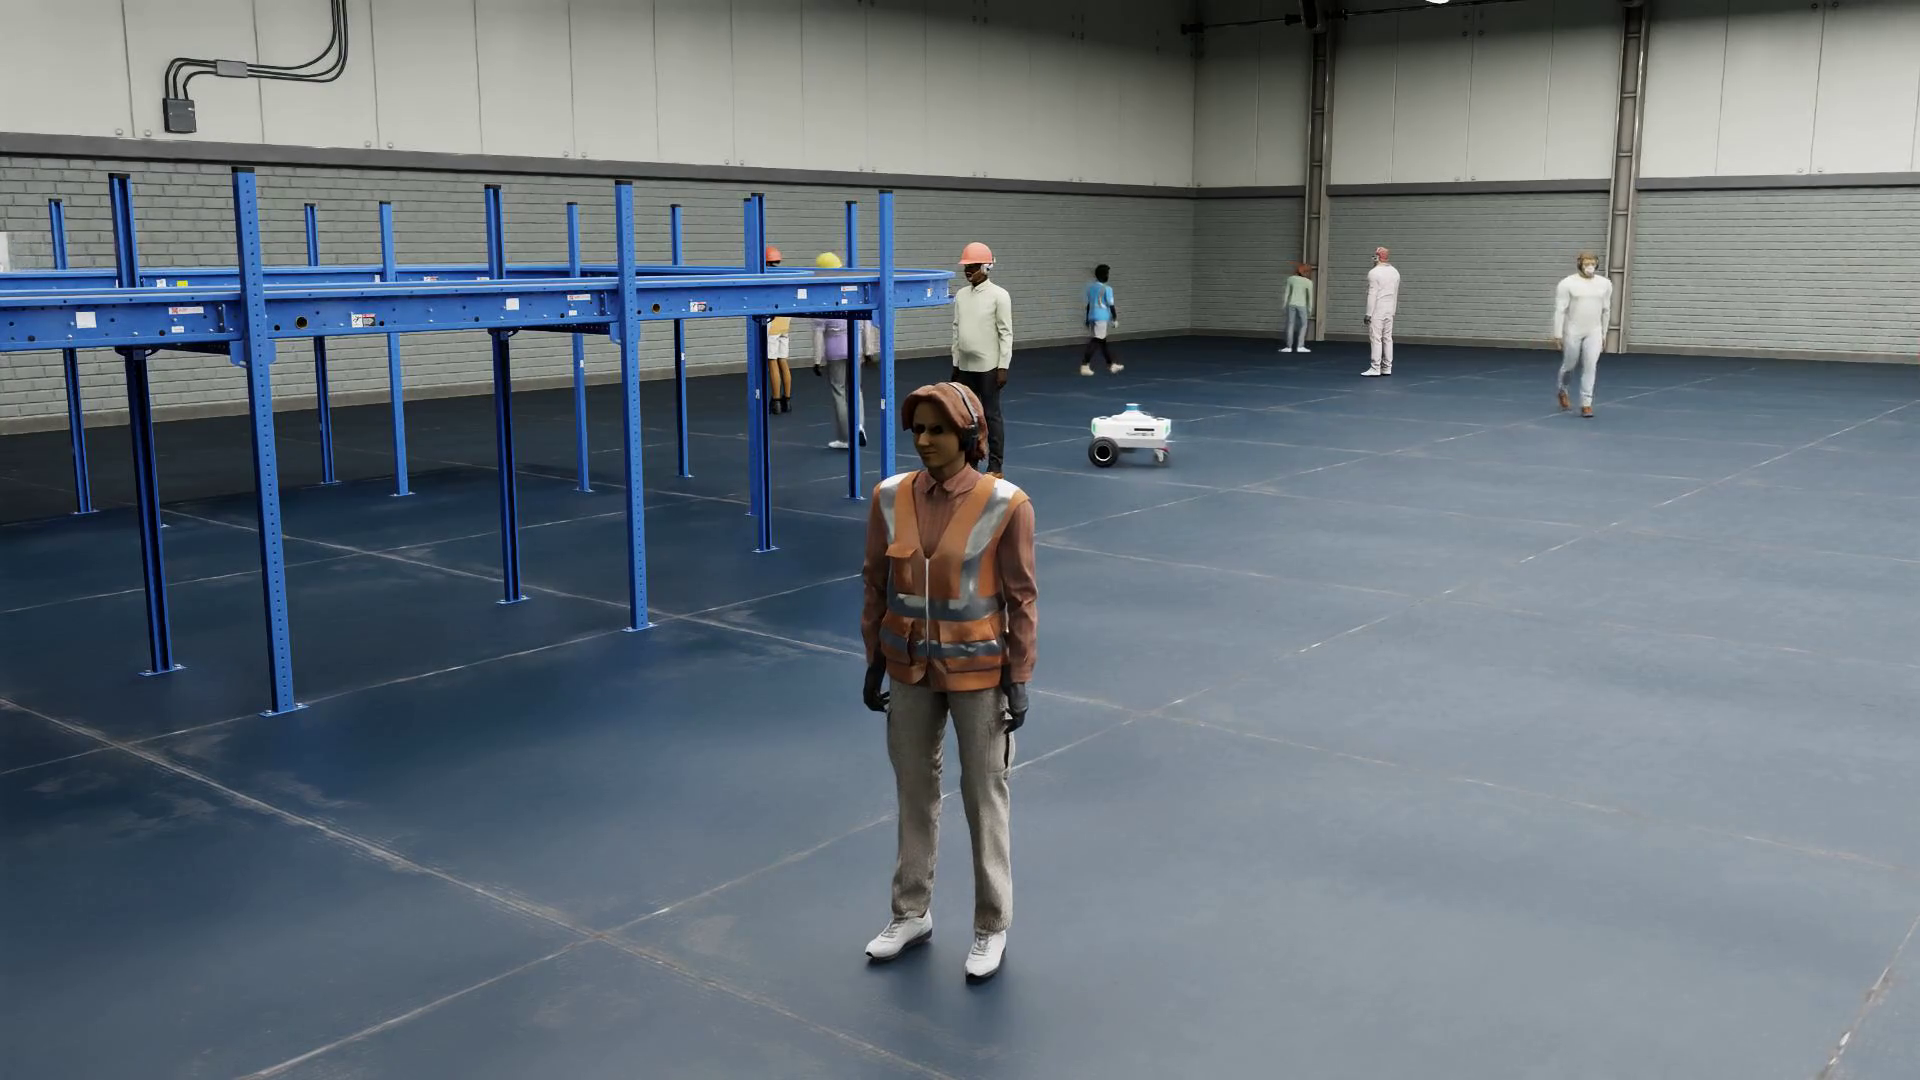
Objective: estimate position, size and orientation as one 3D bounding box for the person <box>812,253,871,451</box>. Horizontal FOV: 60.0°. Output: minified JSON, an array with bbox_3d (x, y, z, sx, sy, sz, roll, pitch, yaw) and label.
[{"bbox_3d":[-1.123,-1.794,15.952,0.663,1.894,0.512,-7,13,-35],"label":"person"}]

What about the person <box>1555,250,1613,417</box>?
[{"bbox_3d":[7.240,-2.424,19.408,0.636,1.912,0.854,1,10,5],"label":"person"}]

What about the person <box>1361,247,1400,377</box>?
[{"bbox_3d":[6.231,-3.391,24.759,0.651,1.906,0.403,-8,13,-38],"label":"person"}]

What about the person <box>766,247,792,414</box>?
[{"bbox_3d":[-2.194,-2.455,19.494,0.364,1.933,0.553,5,11,25],"label":"person"}]

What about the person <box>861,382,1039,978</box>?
[{"bbox_3d":[-0.035,0.381,4.597,0.523,1.639,0.306,5,11,25],"label":"person"}]

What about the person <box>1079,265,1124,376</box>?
[{"bbox_3d":[2.131,-3.296,24.943,0.886,1.644,0.547,-6,12,-30],"label":"person"}]

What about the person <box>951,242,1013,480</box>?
[{"bbox_3d":[0.153,-1.447,13.740,0.625,1.992,0.386,10,14,44],"label":"person"}]

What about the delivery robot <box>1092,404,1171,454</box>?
[{"bbox_3d":[1.555,-0.991,15.065,0.707,0.478,0.477,2,10,9],"label":"delivery robot"}]

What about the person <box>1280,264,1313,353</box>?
[{"bbox_3d":[6.086,-4.189,30.044,0.609,1.596,0.321,7,12,32],"label":"person"}]
